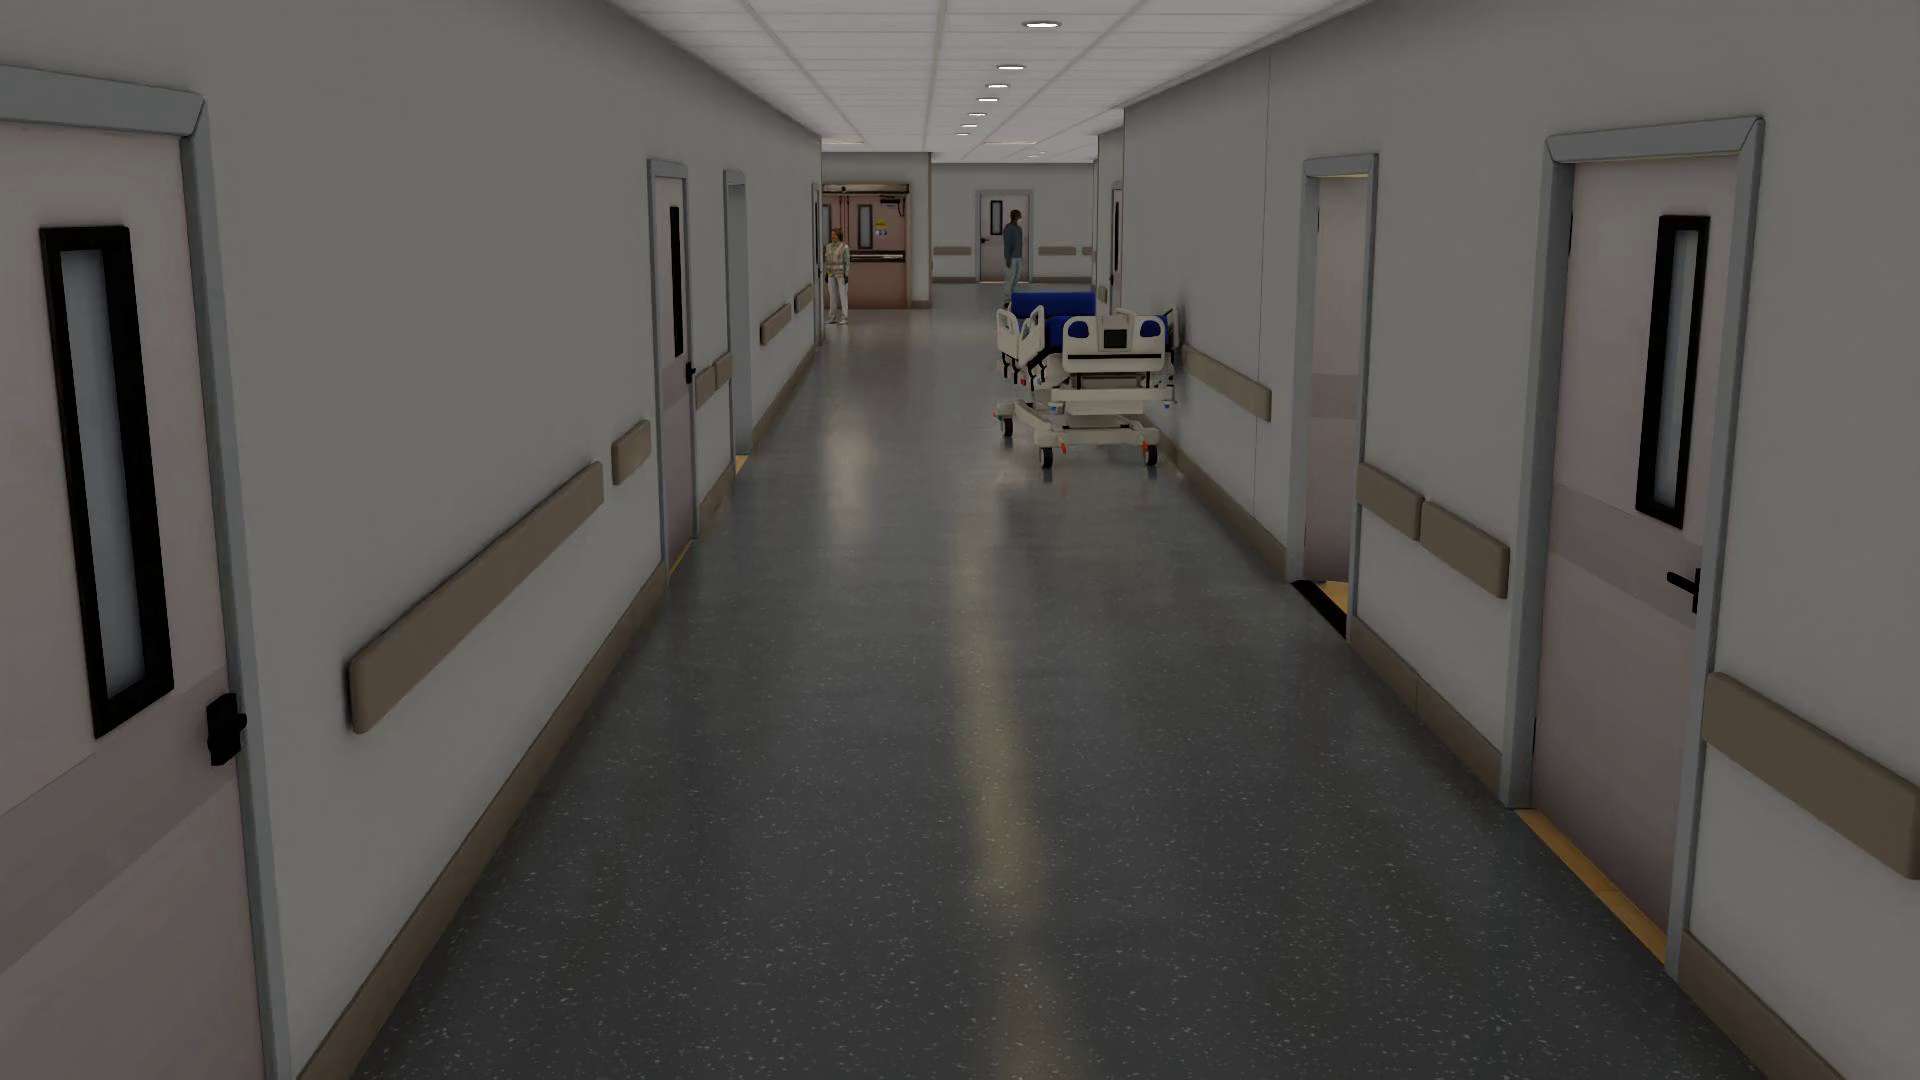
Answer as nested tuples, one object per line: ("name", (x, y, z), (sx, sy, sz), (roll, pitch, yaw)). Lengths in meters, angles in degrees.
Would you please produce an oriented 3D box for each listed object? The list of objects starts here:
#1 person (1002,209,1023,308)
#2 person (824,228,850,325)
("person", (1.052, -5.533, 32.734), (0.380, 1.930, 0.634), (6, 13, 28))
("person", (-2.098, -4.505, 28.428), (0.511, 1.641, 0.309), (8, 14, 33))
